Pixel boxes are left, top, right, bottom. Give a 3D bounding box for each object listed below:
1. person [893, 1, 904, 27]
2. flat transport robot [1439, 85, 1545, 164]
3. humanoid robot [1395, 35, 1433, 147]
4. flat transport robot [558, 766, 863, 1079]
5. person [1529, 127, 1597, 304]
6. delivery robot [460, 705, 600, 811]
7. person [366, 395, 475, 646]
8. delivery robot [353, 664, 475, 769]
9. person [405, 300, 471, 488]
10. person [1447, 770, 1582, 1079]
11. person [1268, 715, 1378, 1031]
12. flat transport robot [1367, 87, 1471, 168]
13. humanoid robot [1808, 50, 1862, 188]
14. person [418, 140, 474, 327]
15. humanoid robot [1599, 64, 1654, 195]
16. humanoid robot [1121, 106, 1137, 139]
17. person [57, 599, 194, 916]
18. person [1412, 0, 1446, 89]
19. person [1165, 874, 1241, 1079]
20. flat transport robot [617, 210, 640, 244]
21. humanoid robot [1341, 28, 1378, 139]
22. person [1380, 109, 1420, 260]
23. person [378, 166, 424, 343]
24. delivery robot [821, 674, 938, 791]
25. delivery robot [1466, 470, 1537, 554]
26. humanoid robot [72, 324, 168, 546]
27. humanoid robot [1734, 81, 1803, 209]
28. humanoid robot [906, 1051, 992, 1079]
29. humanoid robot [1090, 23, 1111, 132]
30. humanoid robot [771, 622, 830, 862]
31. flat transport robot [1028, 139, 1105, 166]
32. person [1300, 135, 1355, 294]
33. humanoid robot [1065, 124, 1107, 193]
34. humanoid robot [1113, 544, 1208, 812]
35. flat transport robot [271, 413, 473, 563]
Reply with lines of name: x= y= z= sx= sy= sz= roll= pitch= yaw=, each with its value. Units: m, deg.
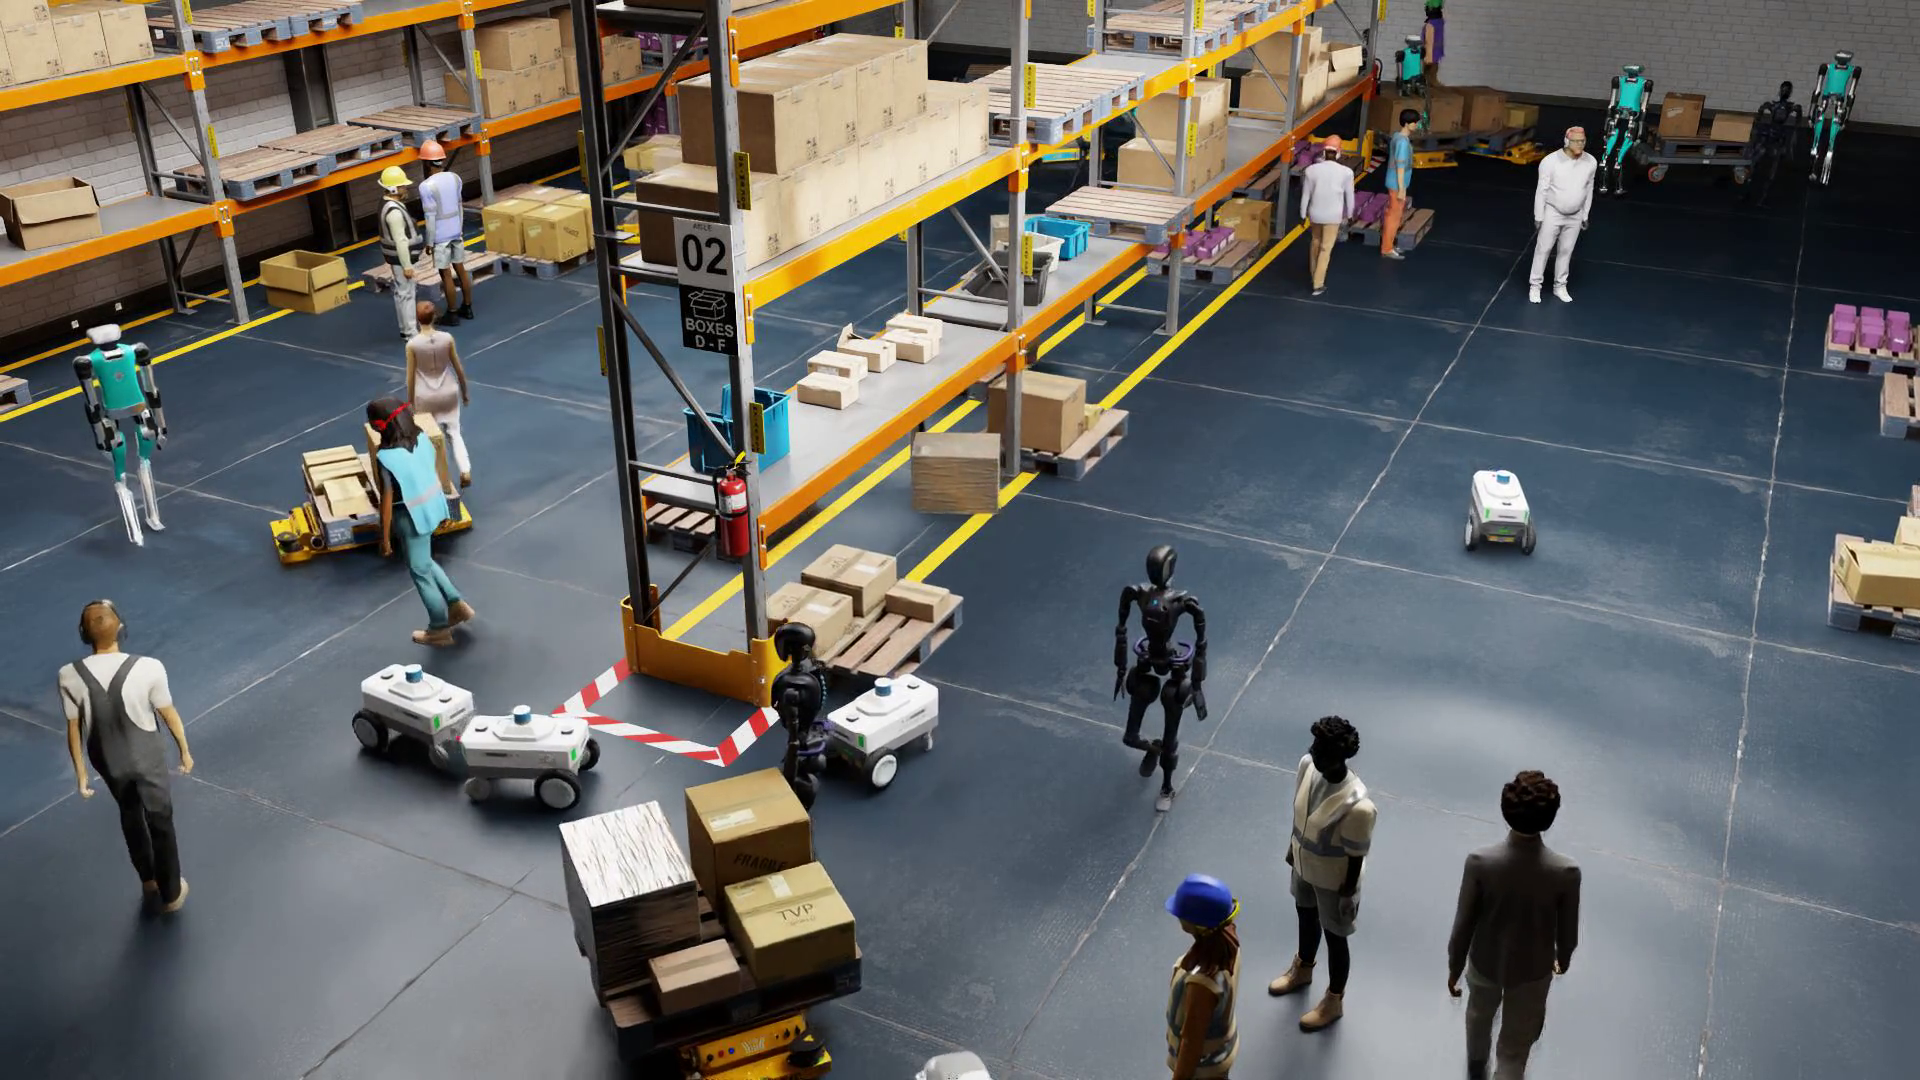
person: x=-1.024 y=-9.497 z=30.218 sx=0.369 sy=1.827 sz=0.511 roll=15 pitch=30 yaw=28
flat transport robot: x=7.779 y=-5.773 z=24.439 sx=1.431 sy=0.231 sz=0.659 roll=21 pitch=33 yaw=36
humanoid robot: x=6.578 y=-6.277 z=23.800 sx=0.591 sy=1.764 sz=0.769 roll=-15 pitch=30 yaw=-27
flat transport robot: x=-1.198 y=2.221 z=8.292 sx=0.659 sy=0.231 sz=1.431 roll=-11 pitch=29 yaw=-22
person: x=6.537 y=-3.520 z=18.039 sx=0.641 sy=1.913 sz=0.413 roll=-3 pitch=26 yaw=-6
delivery robot: x=-2.562 y=1.254 z=9.897 sx=0.747 sy=0.572 sz=0.499 roll=1 pitch=26 yaw=3
person: x=-3.670 y=-0.113 z=11.222 sx=0.437 sy=1.848 sz=0.527 roll=5 pitch=27 yaw=11
delivery robot: x=-3.378 y=1.055 z=10.346 sx=0.808 sy=0.614 sz=0.499 roll=15 pitch=30 yaw=28
person: x=-4.234 y=-1.134 z=13.506 sx=0.486 sy=1.636 sz=0.399 roll=-16 pitch=30 yaw=-28
person: x=2.403 y=1.843 z=7.274 sx=0.518 sy=1.852 sz=0.999 roll=11 pitch=29 yaw=22
person: x=1.750 y=1.577 z=7.991 sx=0.319 sy=1.691 sz=0.532 roll=-12 pitch=29 yaw=-22
flat transport robot: x=6.606 y=-5.663 z=24.217 sx=0.659 sy=0.231 sz=1.431 roll=-6 pitch=27 yaw=-12
humanoid robot: x=11.856 y=-5.668 z=22.691 sx=0.542 sy=1.888 sz=0.804 roll=10 pitch=28 yaw=20
person: x=-5.391 y=-3.194 z=17.352 sx=0.357 sy=1.938 sz=0.543 roll=12 pitch=29 yaw=22
humanoid robot: x=8.633 y=-5.351 z=21.787 sx=0.533 sy=1.672 sz=0.735 roll=19 pitch=32 yaw=33
humanoid robot: x=2.654 y=-6.650 z=24.669 sx=0.742 sy=1.881 sz=0.560 roll=-4 pitch=27 yaw=-8
person: x=-4.337 y=1.127 z=8.745 sx=0.538 sy=1.825 sz=0.522 roll=-7 pitch=27 yaw=-13
person: x=7.527 y=-7.712 z=26.521 sx=0.868 sy=1.900 sz=0.550 roll=16 pitch=30 yaw=29
person: x=0.971 y=2.104 z=6.834 sx=0.336 sy=1.771 sz=0.466 roll=9 pitch=28 yaw=18
flat transport robot: x=-3.803 y=-3.971 z=20.800 sx=0.659 sy=0.231 sz=1.431 roll=3 pitch=26 yaw=6
humanoid robot: x=6.025 y=-6.880 z=25.110 sx=0.419 sy=1.640 sz=0.611 roll=-7 pitch=27 yaw=-13
person: x=5.169 y=-4.181 z=19.547 sx=0.339 sy=1.759 sz=0.501 roll=3 pitch=27 yaw=7
person: x=-5.613 y=-2.858 z=16.789 sx=0.404 sy=1.832 sz=0.591 roll=-12 pitch=29 yaw=-22
delivery robot: x=-0.496 y=1.134 z=10.173 sx=0.528 sy=0.601 sz=0.773 roll=23 pitch=34 yaw=38
delivery robot: x=4.199 y=-0.256 z=12.952 sx=0.499 sy=0.576 sz=0.768 roll=4 pitch=27 yaw=7
humanoid robot: x=-6.456 y=-0.856 z=12.847 sx=0.537 sy=1.797 sz=0.691 roll=-19 pitch=32 yaw=-34
humanoid robot: x=10.528 y=-5.141 z=21.585 sx=0.615 sy=1.645 sz=0.472 roll=9 pitch=28 yaw=17
humanoid robot: x=0.249 y=2.525 z=6.089 sx=0.902 sy=1.793 sz=0.552 roll=-13 pitch=29 yaw=-25
humanoid robot: x=2.127 y=-7.102 z=25.547 sx=0.466 sy=1.650 sz=0.609 roll=0 pitch=26 yaw=0
humanoid robot: x=-0.892 y=1.183 z=8.800 sx=0.399 sy=1.653 sz=0.609 roll=1 pitch=26 yaw=1
flat transport robot: x=1.320 y=-5.637 z=24.165 sx=1.431 sy=0.231 sz=0.659 roll=-7 pitch=27 yaw=-14
person: x=4.104 y=-3.636 z=18.487 sx=0.565 sy=1.721 sz=0.734 roll=15 pitch=30 yaw=28
humanoid robot: x=1.721 y=-5.427 z=22.188 sx=0.599 sy=1.658 sz=0.605 roll=-14 pitch=29 yaw=-26
humanoid robot: x=1.187 y=0.773 z=9.632 sx=0.591 sy=1.649 sz=0.423 roll=13 pitch=29 yaw=25
flat transport robot: x=-4.637 y=-0.159 z=13.099 sx=1.431 sy=0.231 sz=0.659 roll=-13 pitch=29 yaw=-24
